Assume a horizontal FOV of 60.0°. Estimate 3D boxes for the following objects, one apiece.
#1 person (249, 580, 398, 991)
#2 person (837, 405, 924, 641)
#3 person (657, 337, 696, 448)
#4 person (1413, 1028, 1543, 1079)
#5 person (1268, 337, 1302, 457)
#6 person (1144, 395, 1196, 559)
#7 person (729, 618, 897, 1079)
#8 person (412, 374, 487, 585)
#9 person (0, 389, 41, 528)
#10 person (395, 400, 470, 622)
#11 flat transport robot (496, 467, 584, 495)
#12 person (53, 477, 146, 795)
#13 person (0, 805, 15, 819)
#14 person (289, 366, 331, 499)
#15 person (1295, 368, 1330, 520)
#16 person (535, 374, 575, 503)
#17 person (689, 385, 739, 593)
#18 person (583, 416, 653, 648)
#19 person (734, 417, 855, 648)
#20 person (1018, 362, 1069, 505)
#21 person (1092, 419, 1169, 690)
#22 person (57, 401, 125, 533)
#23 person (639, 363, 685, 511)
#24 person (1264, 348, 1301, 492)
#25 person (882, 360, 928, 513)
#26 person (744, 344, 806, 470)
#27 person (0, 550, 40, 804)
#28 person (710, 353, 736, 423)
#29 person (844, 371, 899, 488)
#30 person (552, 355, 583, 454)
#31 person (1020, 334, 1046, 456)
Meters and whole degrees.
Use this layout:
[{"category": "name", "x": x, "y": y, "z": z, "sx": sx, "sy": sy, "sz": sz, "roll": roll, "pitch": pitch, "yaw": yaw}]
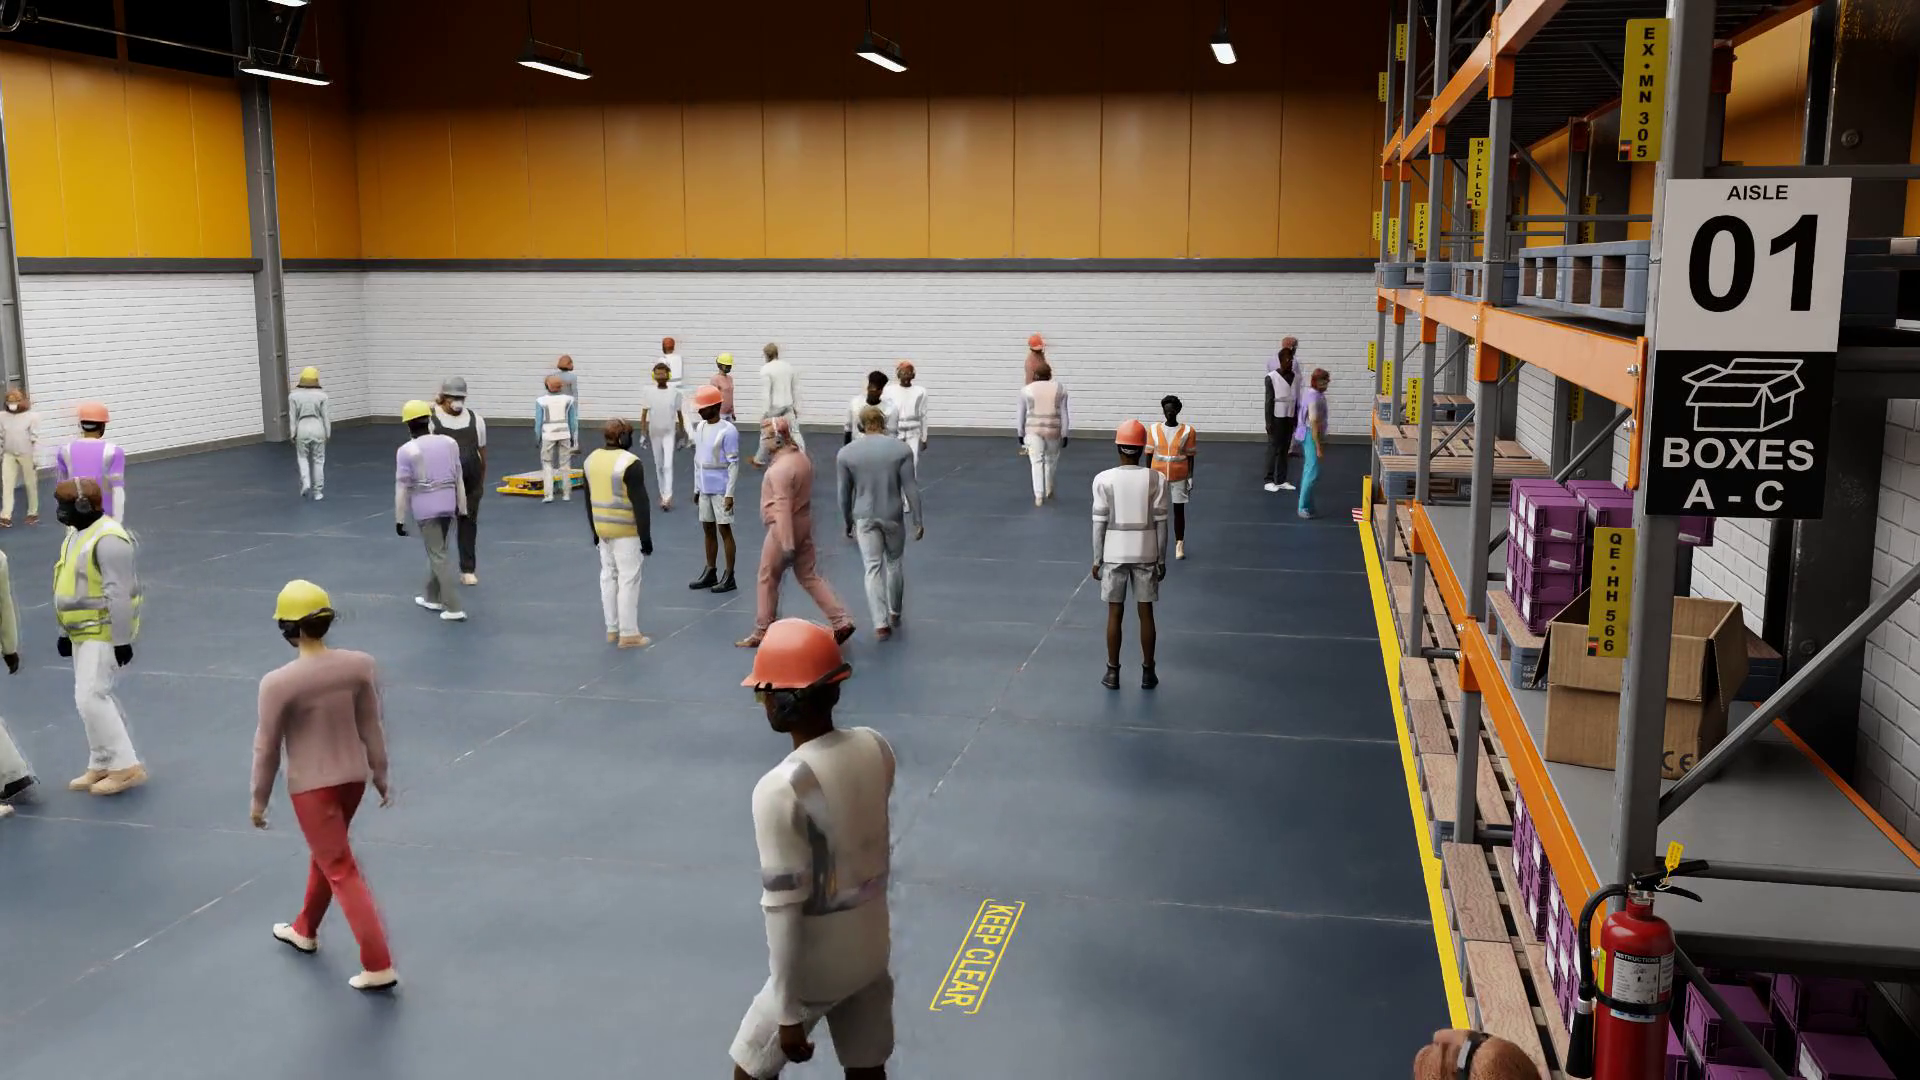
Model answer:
[{"category": "person", "x": -2.697, "y": 1.023, "z": 7.024, "sx": 0.917, "sy": 1.714, "sz": 0.534, "roll": 6, "pitch": 11, "yaw": 31}, {"category": "person", "x": -0.654, "y": -0.165, "z": 13.691, "sx": 0.696, "sy": 1.878, "sz": 0.959, "roll": 0, "pitch": 9, "yaw": -3}, {"category": "person", "x": -4.728, "y": -2.431, "z": 27.501, "sx": 1.006, "sy": 1.838, "sz": 0.588, "roll": 8, "pitch": 12, "yaw": 40}, {"category": "person", "x": 1.088, "y": 1.720, "z": 3.179, "sx": 0.571, "sy": 1.590, "sz": 0.850, "roll": -1, "pitch": 9, "yaw": -6}, {"category": "person", "x": 5.106, "y": -2.216, "z": 26.143, "sx": 0.447, "sy": 1.909, "sz": 0.669, "roll": -6, "pitch": 11, "yaw": -31}, {"category": "person", "x": 2.159, "y": -0.645, "z": 17.136, "sx": 0.532, "sy": 1.697, "sz": 0.319, "roll": 2, "pitch": 10, "yaw": 13}, {"category": "person", "x": -0.471, "y": 1.221, "z": 4.948, "sx": 0.814, "sy": 2.014, "sz": 0.635, "roll": 7, "pitch": 11, "yaw": 34}, {"category": "person", "x": -4.866, "y": -0.609, "z": 15.886, "sx": 0.693, "sy": 2.000, "sz": 0.785, "roll": -6, "pitch": 11, "yaw": -30}, {"category": "person", "x": -10.864, "y": -0.932, "z": 19.145, "sx": 0.516, "sy": 1.587, "sz": 0.842, "roll": -1, "pitch": 10, "yaw": -9}, {"category": "person", "x": -4.578, "y": -0.254, "z": 14.213, "sx": 0.901, "sy": 1.879, "sz": 0.610, "roll": 7, "pitch": 12, "yaw": 35}, {"category": "flat transport robot", "x": -5.504, "y": -0.798, "z": 22.344, "sx": 0.652, "sy": 0.197, "sz": 1.431, "roll": 4, "pitch": 10, "yaw": 24}, {"category": "person", "x": -4.984, "y": 0.547, "z": 9.583, "sx": 0.472, "sy": 1.825, "sz": 0.644, "roll": -9, "pitch": 13, "yaw": -43}, {"category": "person", "x": -5.609, "y": 0.699, "z": 8.770, "sx": 0.866, "sy": 1.804, "sz": 0.562, "roll": -5, "pitch": 11, "yaw": -29}, {"category": "person", "x": -8.382, "y": -1.382, "z": 21.485, "sx": 0.504, "sy": 1.724, "sz": 0.371, "roll": -3, "pitch": 10, "yaw": -16}, {"category": "person", "x": 4.222, "y": -1.165, "z": 19.960, "sx": 0.394, "sy": 1.807, "sz": 0.698, "roll": 2, "pitch": 10, "yaw": 12}, {"category": "person", "x": -5.143, "y": -1.284, "z": 21.162, "sx": 0.520, "sy": 1.639, "sz": 0.316, "roll": -5, "pitch": 11, "yaw": -28}, {"category": "person", "x": -2.290, "y": -0.473, "z": 15.409, "sx": 0.543, "sy": 1.927, "sz": 0.375, "roll": 8, "pitch": 12, "yaw": 41}, {"category": "person", "x": -2.691, "y": -0.070, "z": 13.243, "sx": 0.635, "sy": 1.842, "sz": 0.429, "roll": 8, "pitch": 12, "yaw": 38}, {"category": "person", "x": -1.294, "y": -0.043, "z": 13.043, "sx": 0.922, "sy": 1.864, "sz": 0.652, "roll": 3, "pitch": 10, "yaw": 16}, {"category": "person", "x": 1.056, "y": -1.367, "z": 21.233, "sx": 0.643, "sy": 1.782, "sz": 0.972, "roll": 0, "pitch": 9, "yaw": 0}, {"category": "person", "x": 1.209, "y": 0.108, "z": 11.872, "sx": 0.543, "sy": 1.939, "sz": 0.360, "roll": 0, "pitch": 9, "yaw": 2}, {"category": "person", "x": -7.313, "y": -0.219, "z": 14.036, "sx": 0.552, "sy": 1.891, "sz": 0.988, "roll": -2, "pitch": 10, "yaw": -13}, {"category": "person", "x": -3.682, "y": -1.262, "z": 20.509, "sx": 0.505, "sy": 1.816, "sz": 0.943, "roll": 0, "pitch": 9, "yaw": -1}, {"category": "person", "x": 4.311, "y": -1.615, "z": 22.319, "sx": 0.591, "sy": 1.915, "sz": 0.379, "roll": -6, "pitch": 11, "yaw": -34}, {"category": "person", "x": -0.679, "y": -1.295, "z": 20.556, "sx": 0.580, "sy": 1.859, "sz": 0.829, "roll": 0, "pitch": 9, "yaw": -1}, {"category": "person", "x": -2.669, "y": -1.933, "z": 24.365, "sx": 1.069, "sy": 1.856, "sz": 0.706, "roll": 8, "pitch": 12, "yaw": 40}, {"category": "person", "x": -5.606, "y": 0.602, "z": 9.374, "sx": 0.934, "sy": 1.794, "sz": 0.593, "roll": 2, "pitch": 10, "yaw": 13}, {"category": "person", "x": -3.407, "y": -1.824, "z": 24.055, "sx": 0.327, "sy": 1.761, "sz": 0.524, "roll": 4, "pitch": 10, "yaw": 23}, {"category": "person", "x": -0.993, "y": -0.894, "z": 18.044, "sx": 0.675, "sy": 1.888, "sz": 0.990, "roll": 1, "pitch": 9, "yaw": 7}, {"category": "person", "x": -6.278, "y": -2.128, "z": 26.329, "sx": 0.507, "sy": 1.605, "sz": 0.714, "roll": 4, "pitch": 10, "yaw": 22}, {"category": "person", "x": 1.202, "y": -2.298, "z": 26.385, "sx": 0.381, "sy": 1.942, "sz": 0.706, "roll": 3, "pitch": 10, "yaw": 20}]
